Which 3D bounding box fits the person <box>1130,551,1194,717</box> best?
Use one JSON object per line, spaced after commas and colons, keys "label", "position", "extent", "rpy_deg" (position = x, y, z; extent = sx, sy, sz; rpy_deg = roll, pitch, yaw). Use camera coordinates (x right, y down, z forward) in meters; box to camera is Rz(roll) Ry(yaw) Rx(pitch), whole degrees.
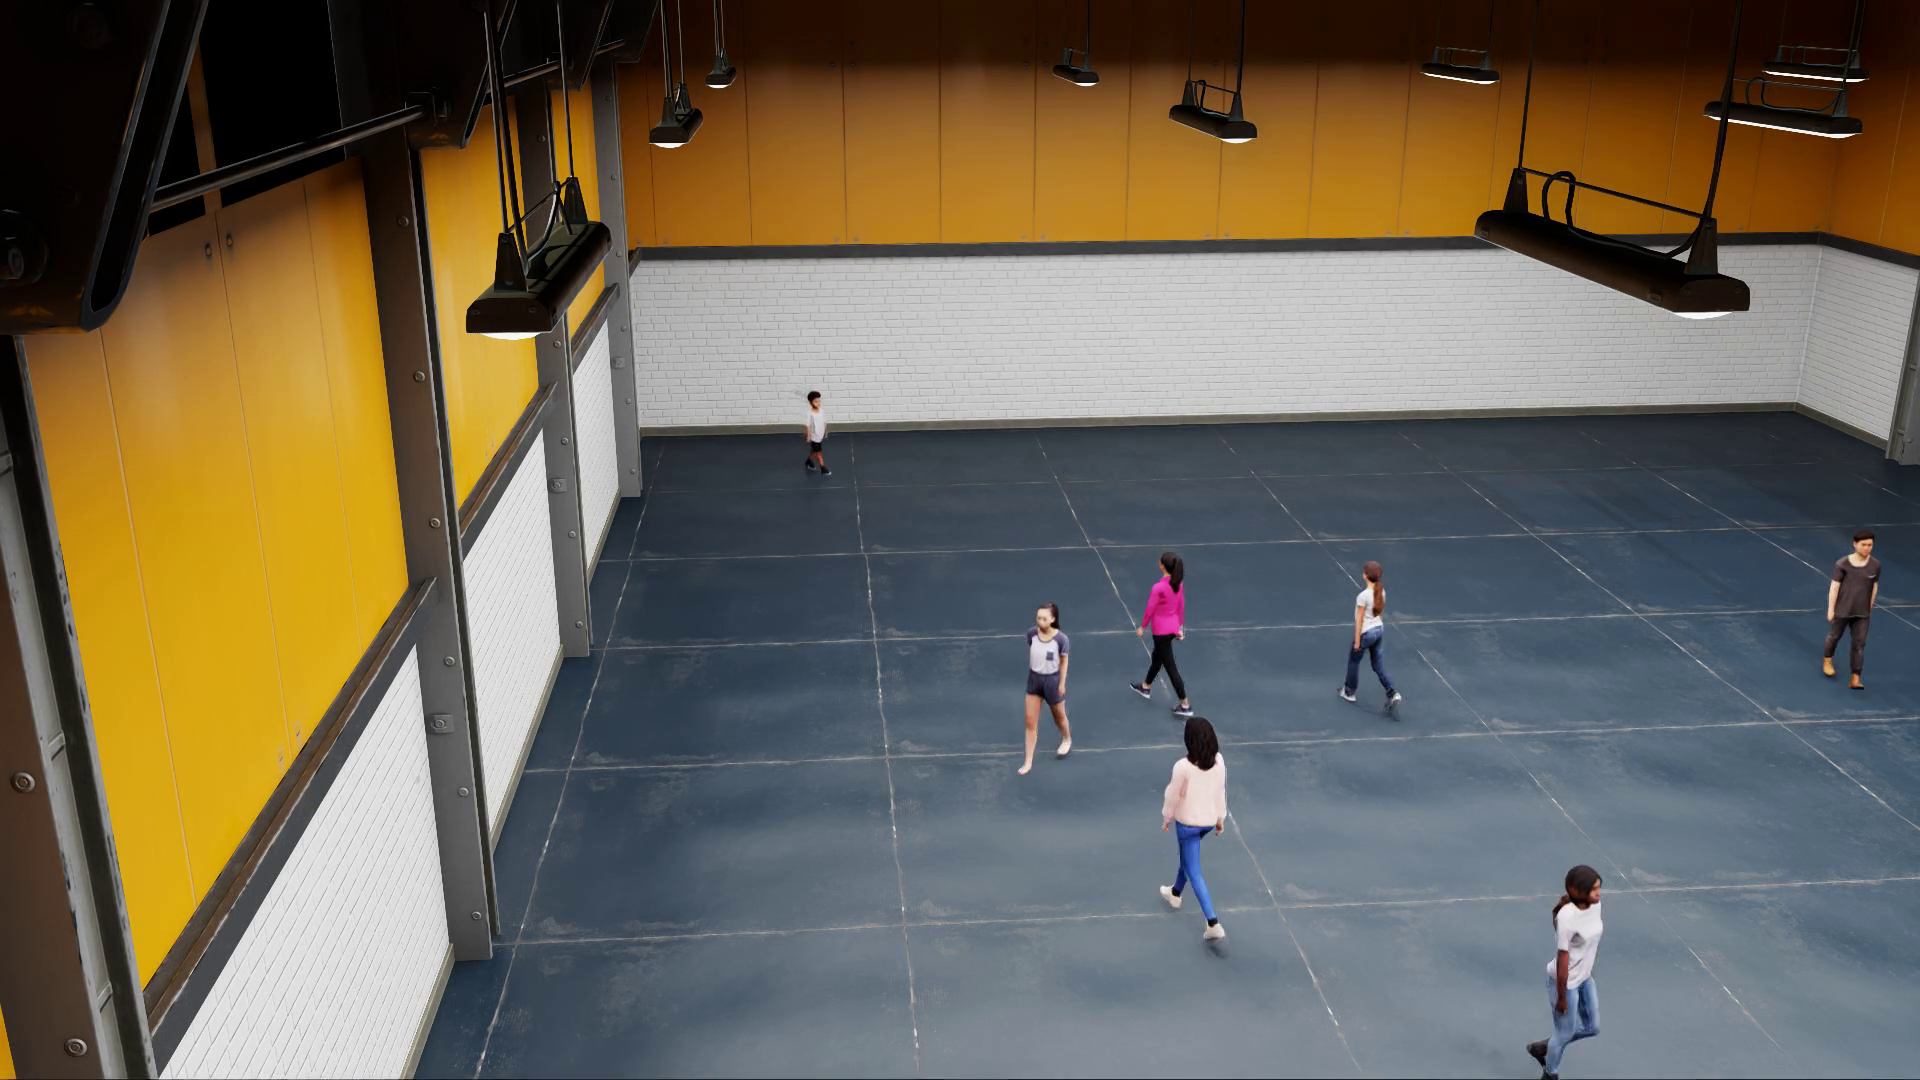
{"label": "person", "position": [2.117, 0.971, 16.630], "extent": [1.149, 1.657, 1.039], "rpy_deg": [17, 25, 41]}

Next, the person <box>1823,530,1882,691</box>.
{"label": "person", "position": [9.315, 0.689, 17.444], "extent": [0.848, 1.673, 1.135], "rpy_deg": [4, 19, 12]}

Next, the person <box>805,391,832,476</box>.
{"label": "person", "position": [-2.190, -1.619, 24.983], "extent": [0.811, 1.235, 0.917], "rpy_deg": [-17, 25, -41]}

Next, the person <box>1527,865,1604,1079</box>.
{"label": "person", "position": [3.935, 2.869, 10.907], "extent": [0.762, 1.712, 0.823], "rpy_deg": [-16, 24, -39]}

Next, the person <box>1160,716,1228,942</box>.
{"label": "person", "position": [1.847, 2.242, 12.750], "extent": [0.927, 1.724, 1.259], "rpy_deg": [-9, 20, -24]}

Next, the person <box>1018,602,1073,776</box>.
{"label": "person", "position": [0.854, 1.349, 15.588], "extent": [0.964, 1.605, 1.137], "rpy_deg": [10, 21, 27]}

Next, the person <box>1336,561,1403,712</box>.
{"label": "person", "position": [4.181, 0.983, 16.780], "extent": [0.836, 1.539, 1.096], "rpy_deg": [-10, 21, -28]}
